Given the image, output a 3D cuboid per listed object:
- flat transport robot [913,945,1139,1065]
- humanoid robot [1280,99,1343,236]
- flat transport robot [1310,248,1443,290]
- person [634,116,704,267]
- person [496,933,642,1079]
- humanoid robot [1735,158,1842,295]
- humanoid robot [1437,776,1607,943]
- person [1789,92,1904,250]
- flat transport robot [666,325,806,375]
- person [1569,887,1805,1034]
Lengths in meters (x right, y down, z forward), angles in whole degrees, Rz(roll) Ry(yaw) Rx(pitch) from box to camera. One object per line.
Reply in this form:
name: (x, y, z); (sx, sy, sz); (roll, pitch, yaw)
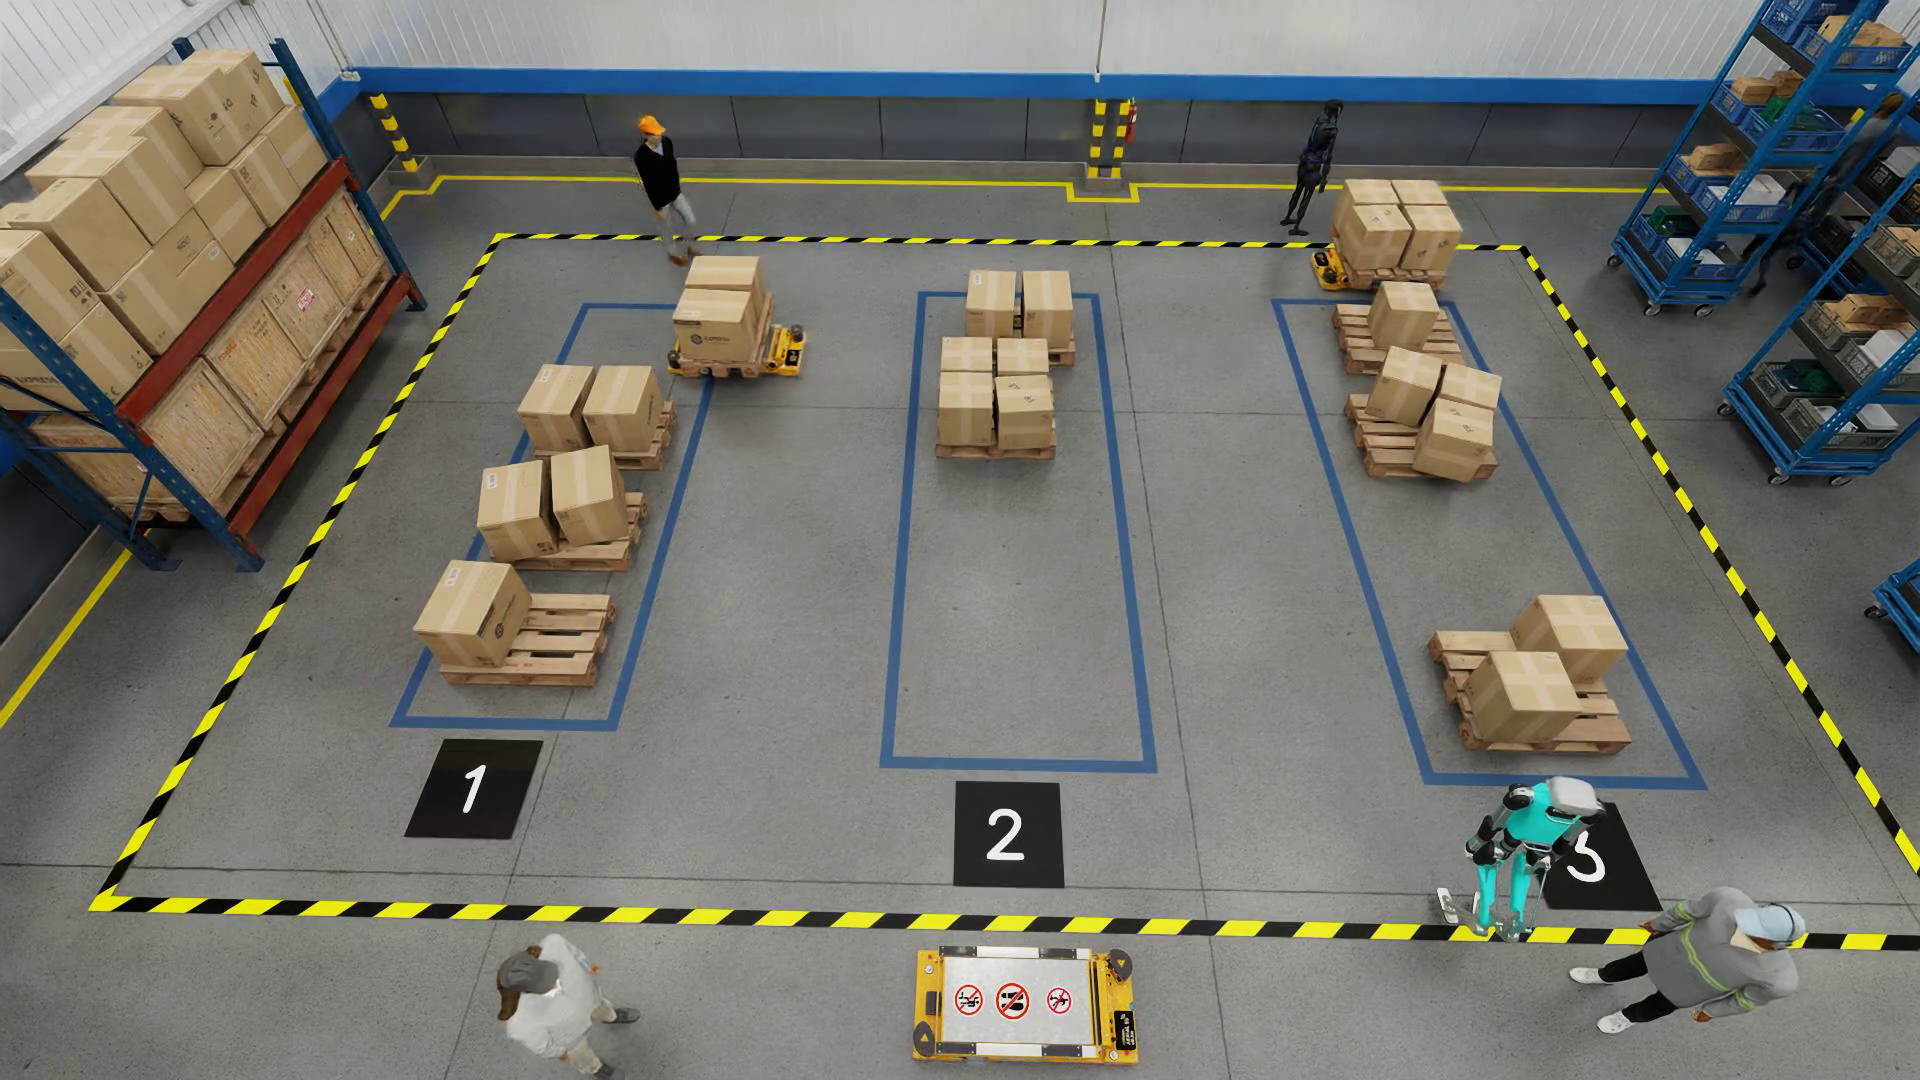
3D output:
flat transport robot: (0.422, 3.041, 6.007); (1.431, 0.231, 0.659); (1, 51, 1)
humanoid robot: (4.365, -4.615, 11.329); (0.315, 1.657, 0.599); (-7, 51, -6)
flat transport robot: (5.085, -3.327, 11.180); (1.431, 0.197, 0.652); (1, 51, 1)
person: (-3.398, -4.016, 10.724); (0.649, 1.864, 0.581); (27, 56, 20)
person: (-2.268, 2.710, 5.307); (0.395, 1.769, 0.564); (5, 51, 4)
humanoid robot: (9.461, -3.616, 10.543); (0.601, 1.638, 0.587); (7, 51, 6)
humanoid robot: (3.480, 2.119, 5.728); (0.533, 1.672, 0.735); (10, 51, 8)
person: (10.483, -4.386, 10.984); (0.634, 1.938, 0.360); (-1, 51, -1)
flat transport robot: (-2.484, -2.132, 10.206); (1.431, 0.197, 0.652); (1, 51, 1)
person: (4.287, 2.515, 5.414); (0.393, 1.849, 0.596); (-6, 51, -5)
